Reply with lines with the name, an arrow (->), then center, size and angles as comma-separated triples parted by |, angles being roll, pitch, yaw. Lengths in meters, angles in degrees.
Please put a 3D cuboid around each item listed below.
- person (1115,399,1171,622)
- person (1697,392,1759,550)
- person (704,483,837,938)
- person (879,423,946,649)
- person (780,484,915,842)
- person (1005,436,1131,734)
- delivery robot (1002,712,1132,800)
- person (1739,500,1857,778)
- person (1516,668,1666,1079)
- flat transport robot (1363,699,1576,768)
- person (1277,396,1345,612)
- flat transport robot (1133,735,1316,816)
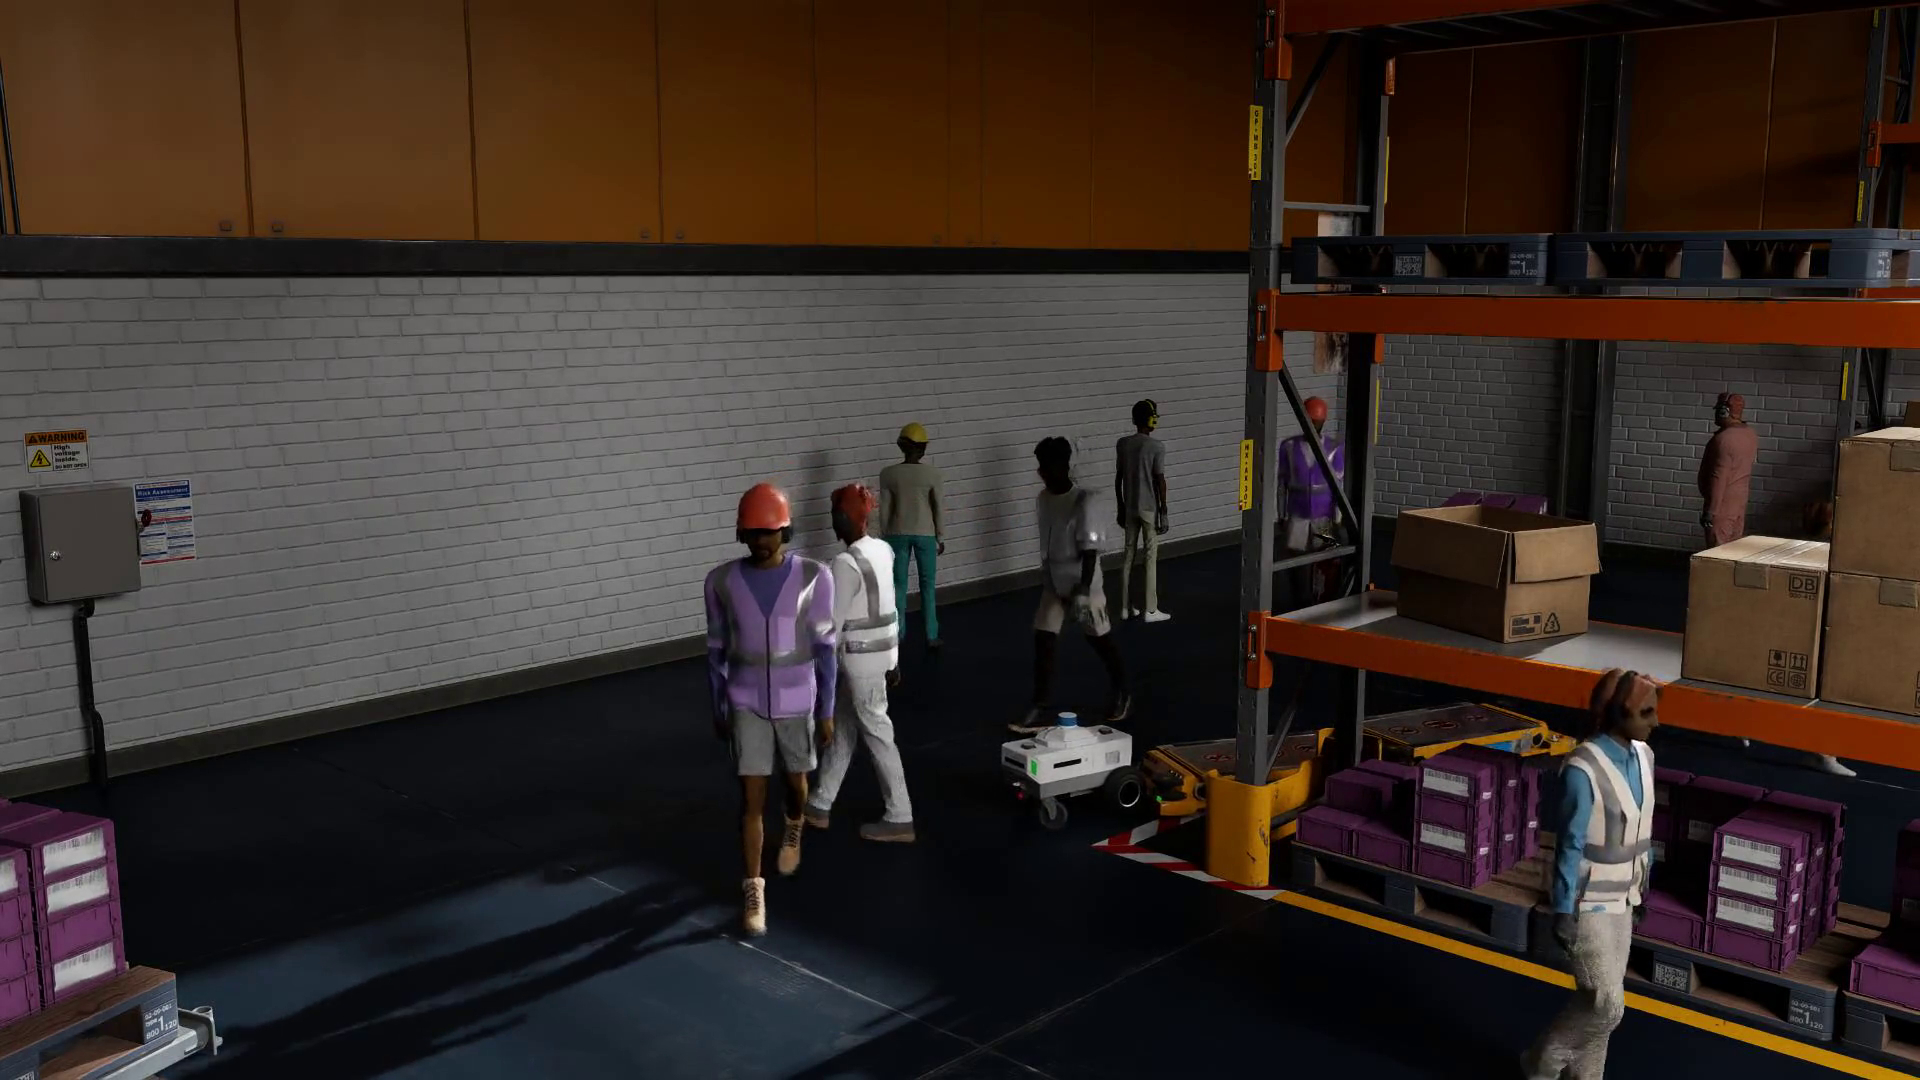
person -> 1.532, -0.245, 13.936 | 0.515, 1.872, 0.328 | 8, 12, 39
person -> 6.492, -0.302, 14.172 | 0.651, 1.907, 0.409 | -9, 13, -43
person -> -0.864, 0.709, 7.707 | 0.604, 2.009, 0.987 | 0, 9, -3
person -> -0.366, -0.026, 12.927 | 0.525, 1.765, 0.329 | 2, 9, 11
person -> -0.596, 0.633, 8.577 | 0.803, 1.852, 0.601 | 2, 10, 15
person -> 0.757, 0.277, 10.657 | 1.016, 1.918, 0.669 | -7, 12, -39
delivery robot -> 0.577, 1.174, 8.971 | 0.707, 0.478, 0.477 | -6, 11, -33
person -> 4.967, 0.550, 9.820 | 0.698, 1.618, 0.519 | 9, 13, 44
person -> 2.183, 1.228, 5.642 | 0.530, 1.621, 0.357 | -8, 12, -41
flat transport robot -> 2.946, 1.191, 10.019 | 1.431, 0.197, 0.652 | -5, 10, -27
person -> 2.882, -0.231, 13.705 | 0.552, 1.925, 0.457 | 2, 10, 14
flat transport robot -> 1.645, 1.298, 9.366 | 1.431, 0.197, 0.652 | -3, 10, -18
